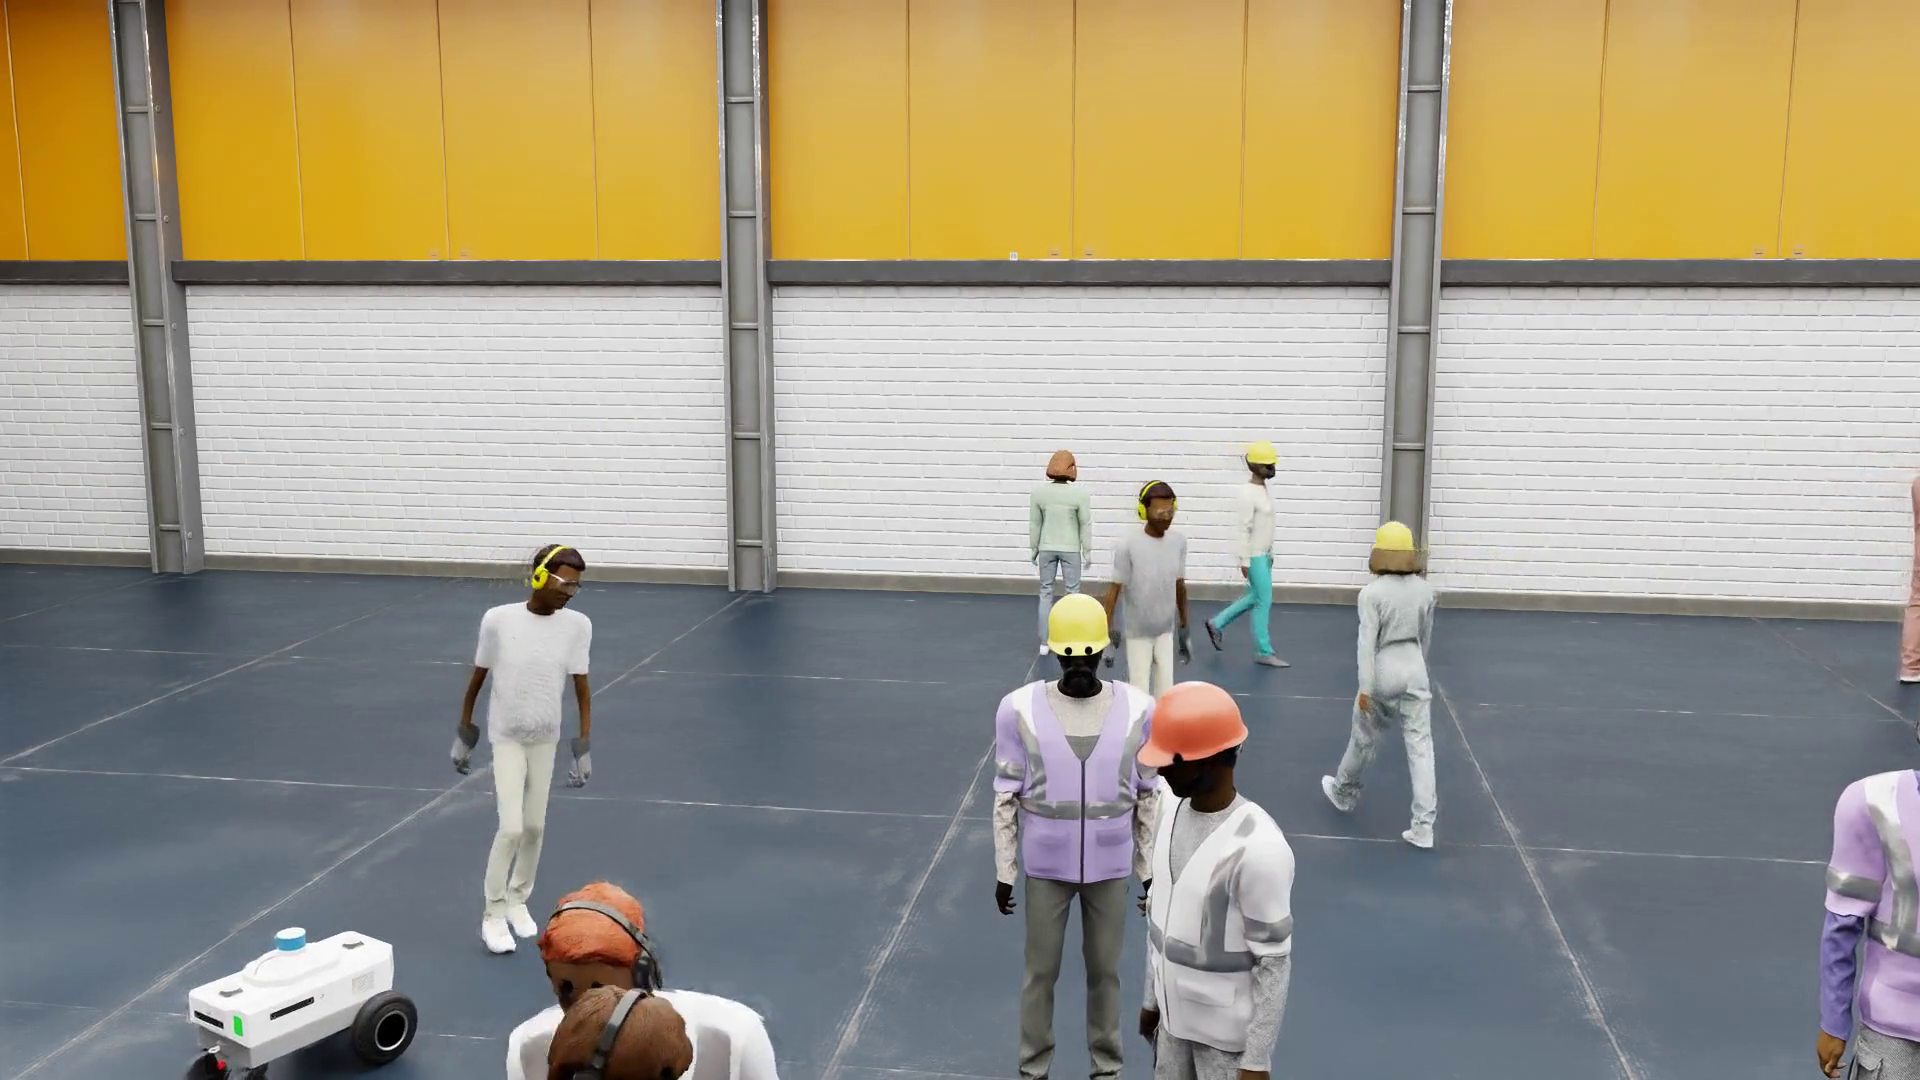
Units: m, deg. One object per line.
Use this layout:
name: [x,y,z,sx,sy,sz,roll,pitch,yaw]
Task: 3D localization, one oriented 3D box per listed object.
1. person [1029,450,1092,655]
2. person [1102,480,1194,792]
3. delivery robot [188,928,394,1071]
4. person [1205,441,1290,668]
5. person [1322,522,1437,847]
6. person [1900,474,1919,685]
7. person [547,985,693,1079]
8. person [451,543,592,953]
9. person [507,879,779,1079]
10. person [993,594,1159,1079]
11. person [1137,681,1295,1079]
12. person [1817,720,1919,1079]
person: [0.794,0.104,13.108,0.507,1.631,0.266,3,10,20]
person: [1.074,0.545,9.740,0.580,1.844,0.540,-5,10,-29]
delivery robot: [-2.504,1.706,6.258,0.477,0.478,0.707,6,11,34]
person: [2.233,0.095,12.813,0.666,1.743,0.532,5,11,29]
person: [2.322,0.744,8.981,0.500,1.687,0.940,-3,10,-16]
person: [7.318,0.138,12.136,0.878,1.872,0.673,-2,10,-14]
person: [-0.655,1.668,3.010,0.980,1.778,0.705,2,9,12]
person: [-1.942,0.923,7.491,0.611,1.818,0.560,-6,11,-31]
person: [-0.618,1.572,3.404,0.637,1.843,0.718,2,10,15]
person: [0.414,1.132,5.864,0.595,1.925,0.370,0,9,-2]
person: [0.671,1.330,4.645,0.385,1.927,0.545,-5,10,-27]
person: [2.653,1.299,4.479,0.616,2.040,0.381,2,9,13]
